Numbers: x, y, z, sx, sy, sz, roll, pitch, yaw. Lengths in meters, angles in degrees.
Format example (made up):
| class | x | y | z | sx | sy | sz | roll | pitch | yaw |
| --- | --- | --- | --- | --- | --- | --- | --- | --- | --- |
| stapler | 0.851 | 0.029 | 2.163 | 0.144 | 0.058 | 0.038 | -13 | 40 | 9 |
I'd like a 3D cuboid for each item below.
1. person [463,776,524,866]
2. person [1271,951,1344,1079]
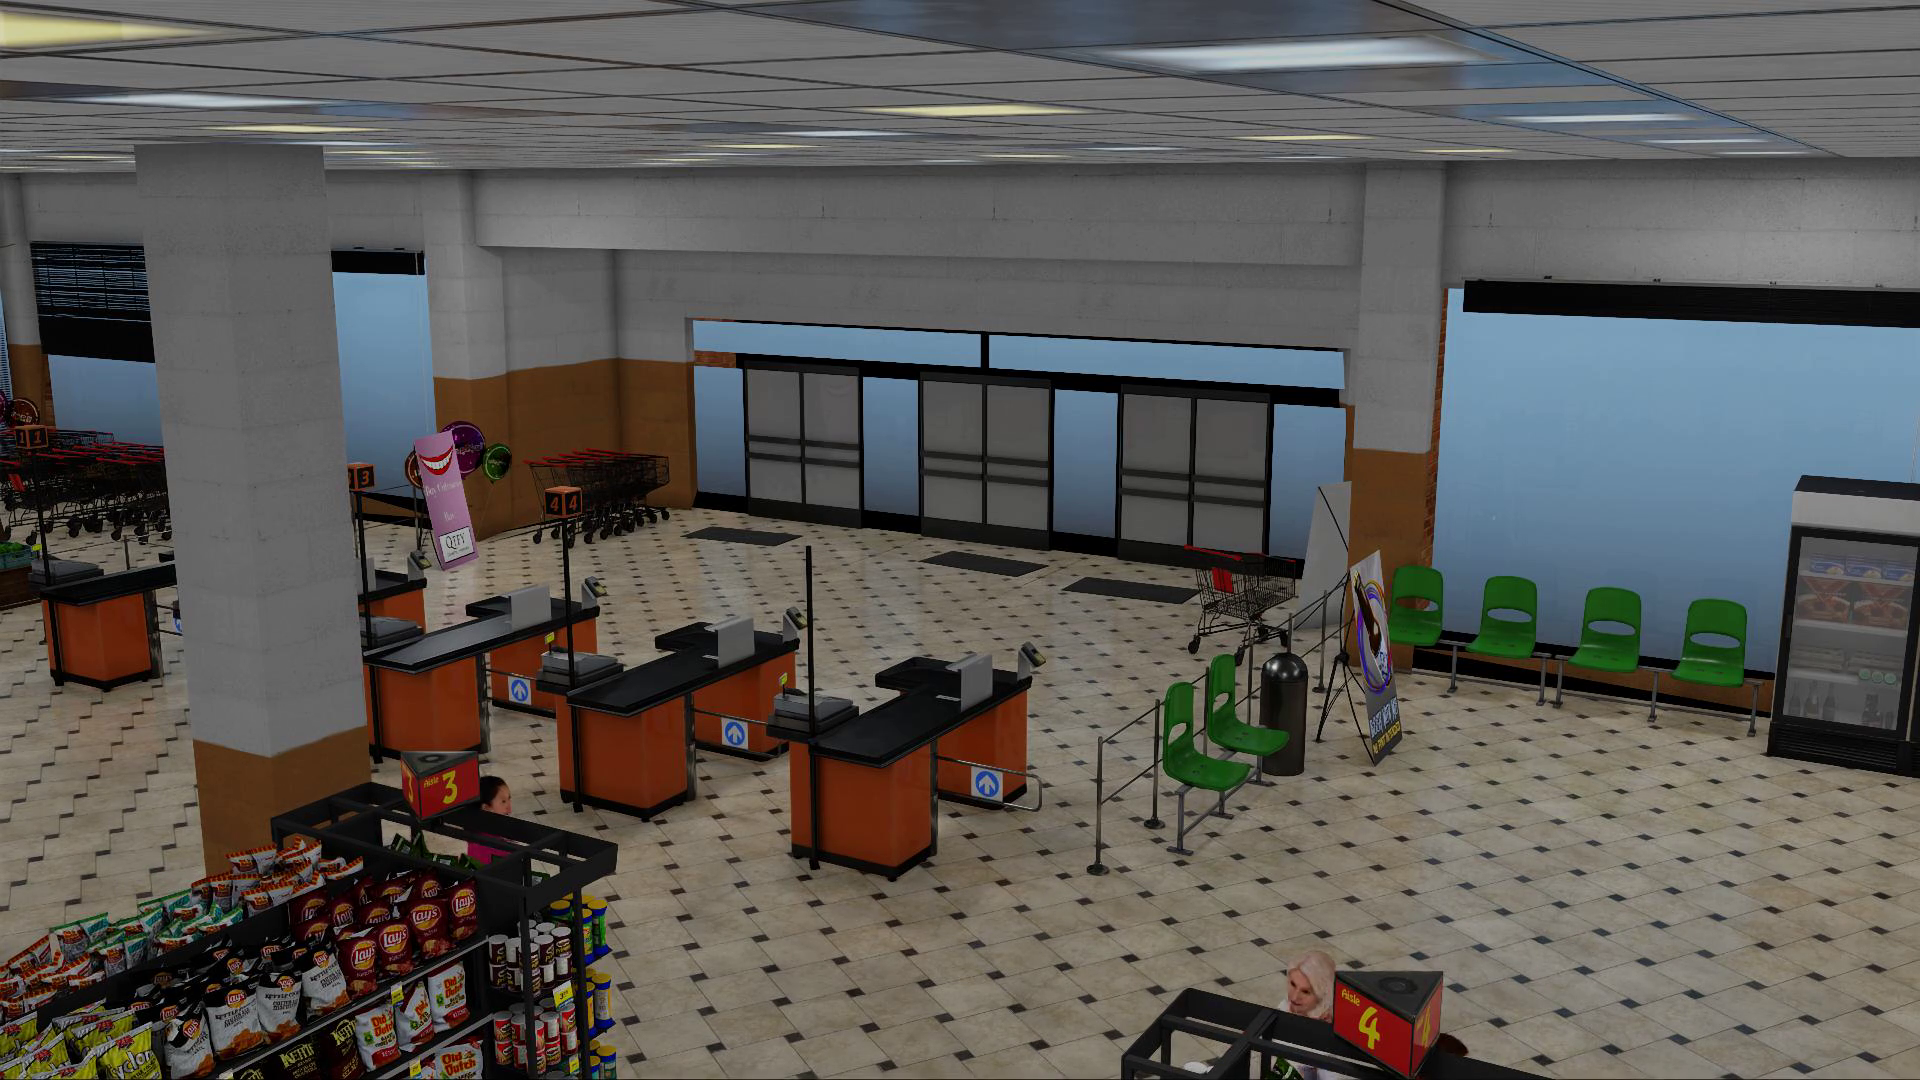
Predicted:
| class | x | y | z | sx | sy | sz | roll | pitch | yaw |
| --- | --- | --- | --- | --- | --- | --- | --- | --- | --- |
| person | -2.604 | 2.095 | 8.985 | 0.897 | 1.655 | 1.119 | 2 | 12 | 11 |
| person | 1.496 | 2.484 | 6.982 | 0.936 | 1.720 | 0.862 | -4 | 12 | -17 |
